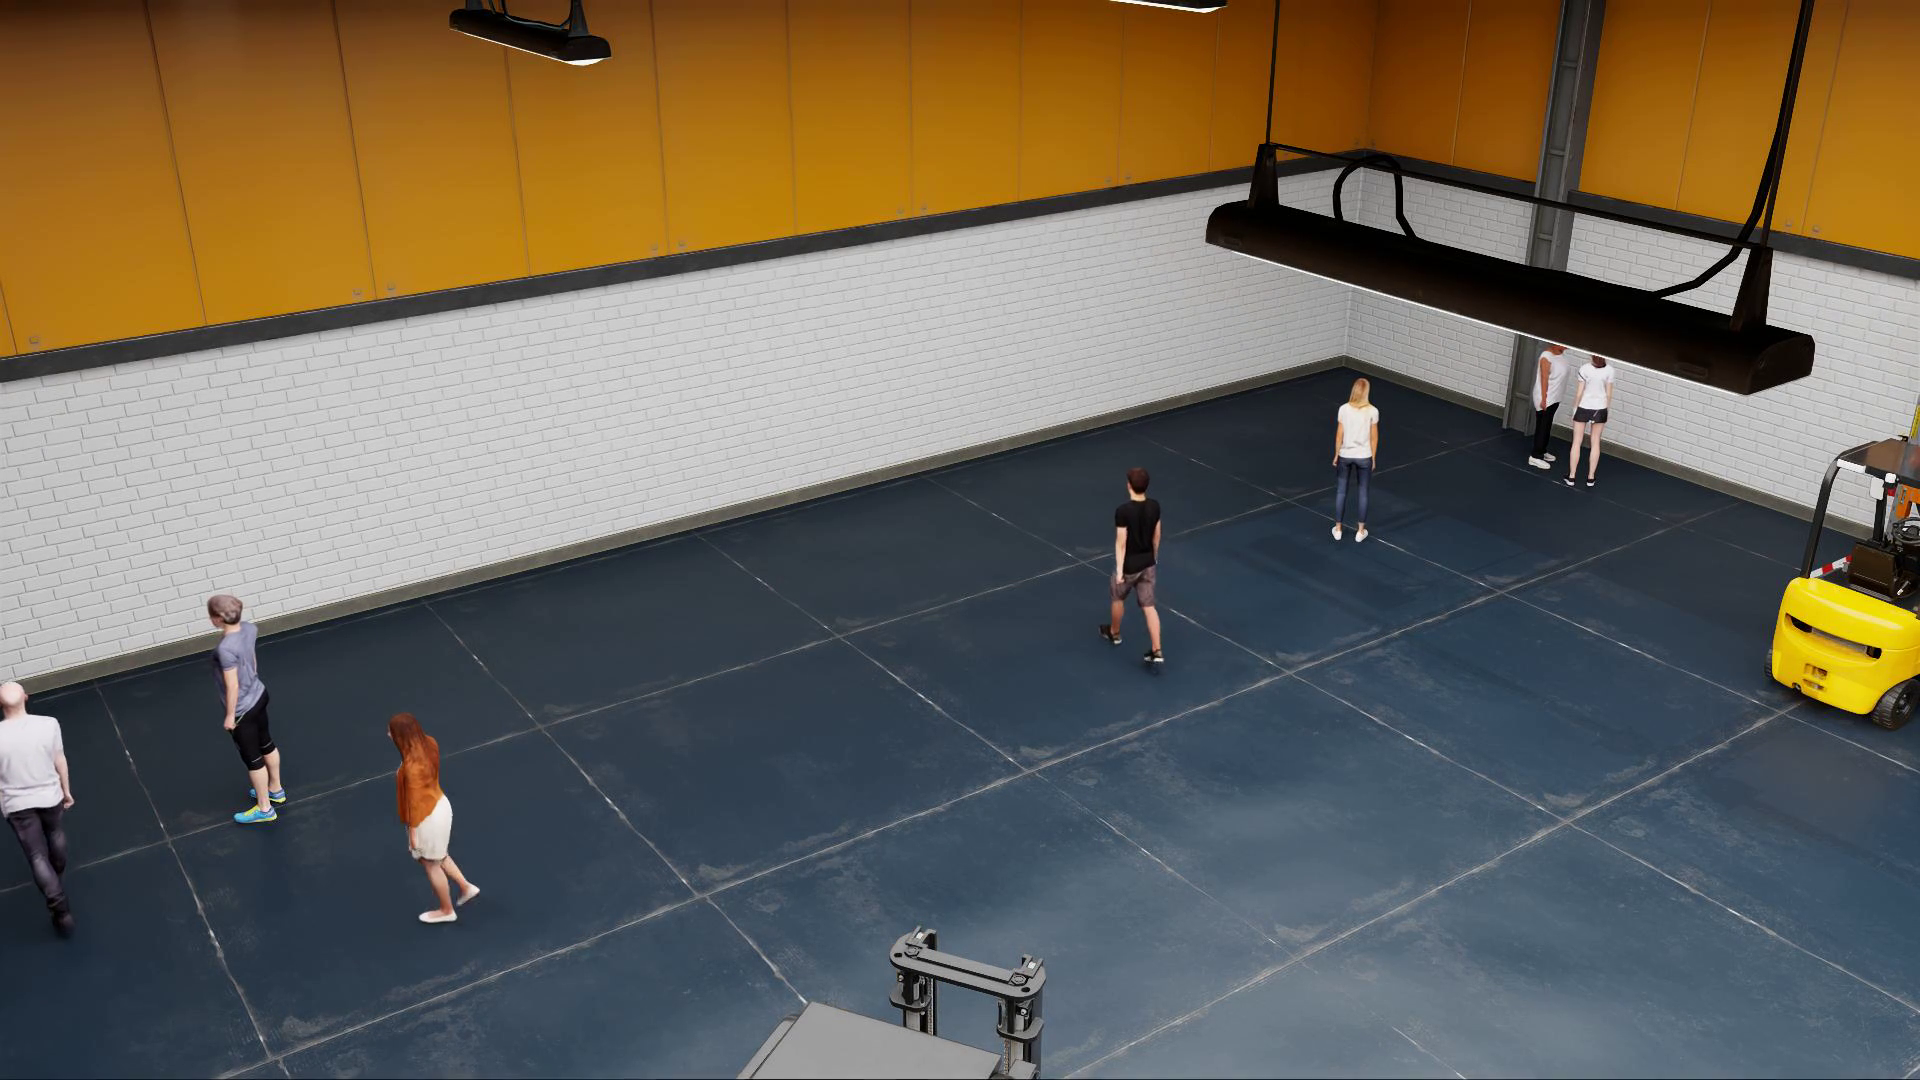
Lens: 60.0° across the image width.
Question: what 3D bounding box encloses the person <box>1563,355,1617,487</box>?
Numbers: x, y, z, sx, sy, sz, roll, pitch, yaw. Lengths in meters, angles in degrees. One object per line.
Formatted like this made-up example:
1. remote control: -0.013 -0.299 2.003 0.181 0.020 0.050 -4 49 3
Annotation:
1. person: 7.283 -1.476 19.206 0.675 1.753 0.736 4 24 10

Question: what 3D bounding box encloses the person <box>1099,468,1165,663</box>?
1. person: 1.648 0.269 15.119 0.813 1.828 1.248 -10 26 -22

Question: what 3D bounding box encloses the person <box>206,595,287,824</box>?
1. person: -5.478 1.269 12.763 0.815 1.884 0.719 0 24 0

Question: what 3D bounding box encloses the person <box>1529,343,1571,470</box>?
1. person: 7.045 -1.725 19.854 0.742 1.690 0.743 14 27 29

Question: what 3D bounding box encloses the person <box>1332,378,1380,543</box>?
1. person: 4.208 -0.857 17.719 0.647 1.809 0.736 7 25 16

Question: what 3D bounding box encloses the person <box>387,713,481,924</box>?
1. person: -3.585 1.925 11.491 0.865 1.700 0.804 1 24 2

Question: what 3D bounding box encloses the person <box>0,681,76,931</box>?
1. person: -6.403 1.866 11.516 0.801 1.787 1.241 -20 31 -38
